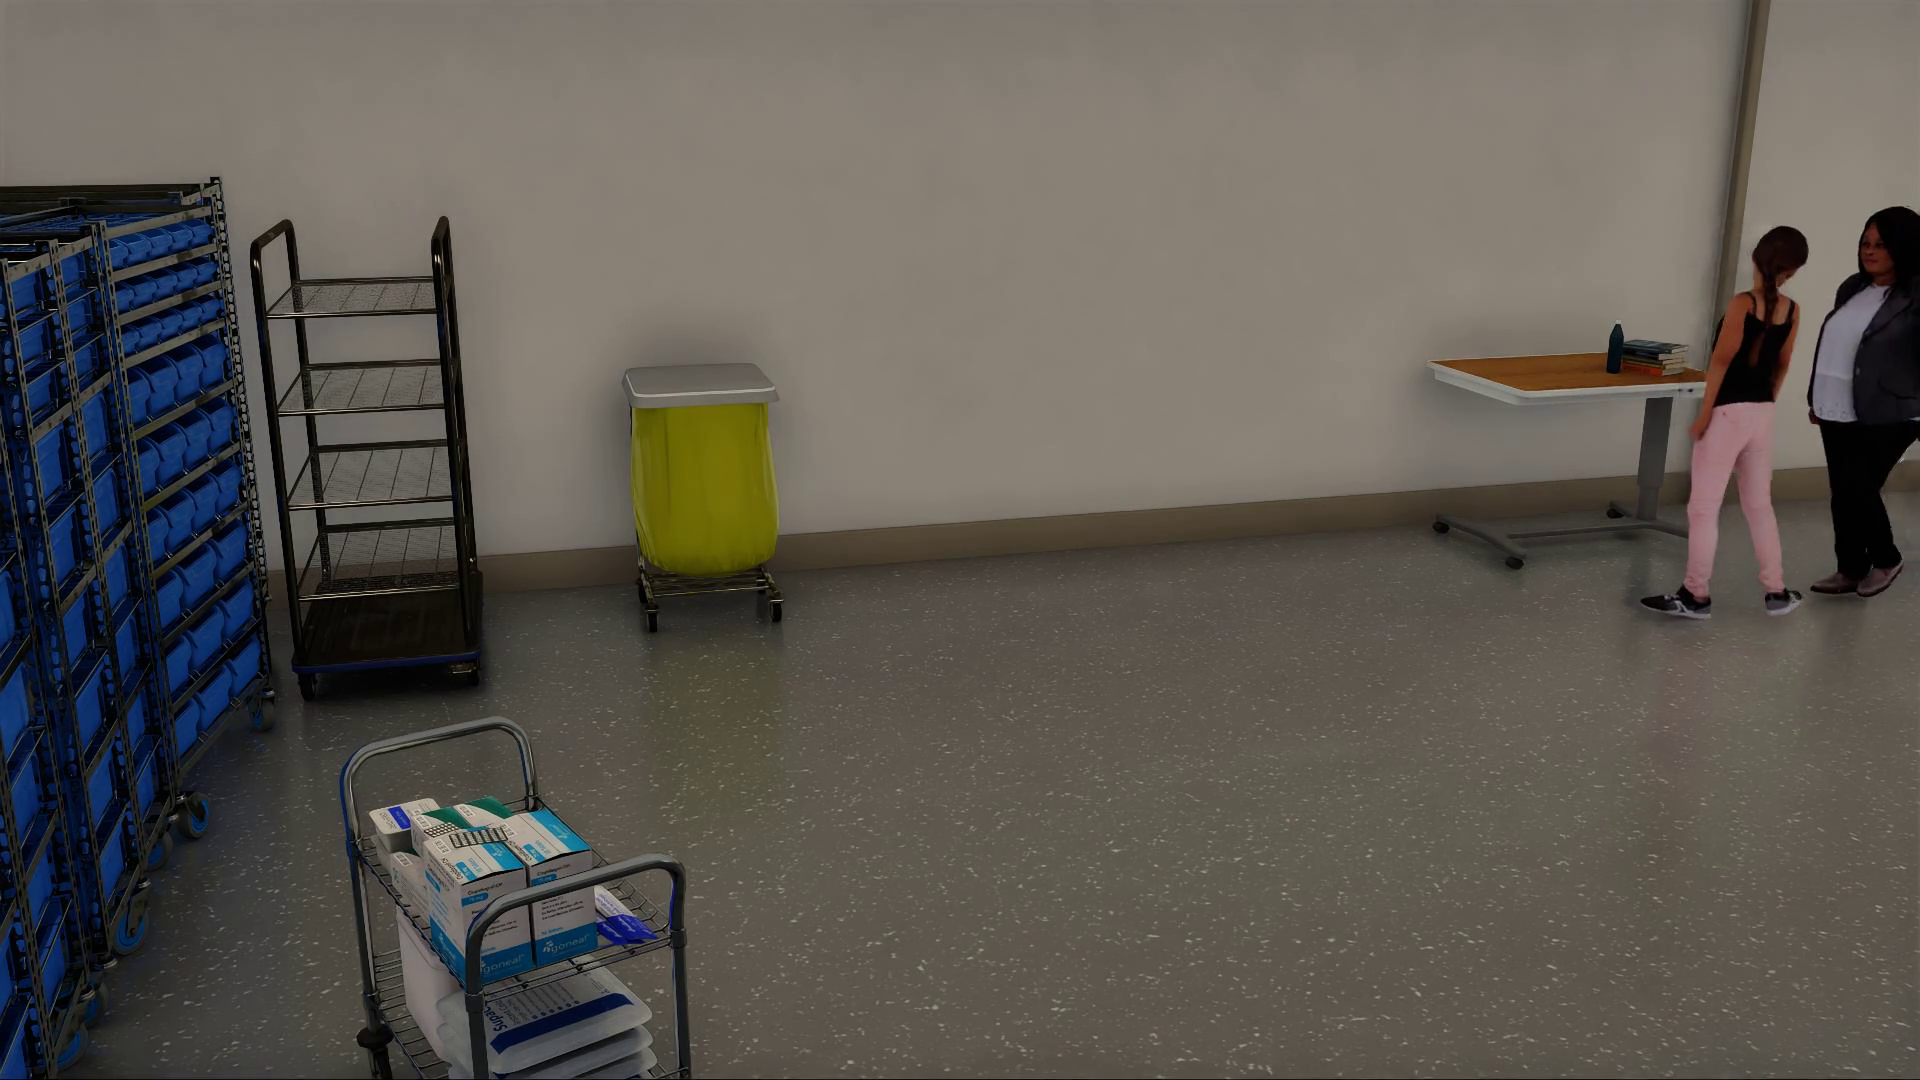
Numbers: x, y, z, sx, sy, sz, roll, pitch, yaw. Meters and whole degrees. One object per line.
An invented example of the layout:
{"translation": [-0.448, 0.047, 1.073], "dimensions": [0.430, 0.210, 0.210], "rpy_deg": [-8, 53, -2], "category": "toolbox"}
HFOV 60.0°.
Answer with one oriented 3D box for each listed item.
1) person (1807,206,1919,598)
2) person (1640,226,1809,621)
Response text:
{"translation": [3.754, -0.537, 6.748], "dimensions": [0.642, 1.588, 0.669], "rpy_deg": [-5, 17, -19], "category": "person"}
{"translation": [3.003, -0.437, 6.473], "dimensions": [0.592, 1.546, 0.839], "rpy_deg": [-11, 19, -35], "category": "person"}
